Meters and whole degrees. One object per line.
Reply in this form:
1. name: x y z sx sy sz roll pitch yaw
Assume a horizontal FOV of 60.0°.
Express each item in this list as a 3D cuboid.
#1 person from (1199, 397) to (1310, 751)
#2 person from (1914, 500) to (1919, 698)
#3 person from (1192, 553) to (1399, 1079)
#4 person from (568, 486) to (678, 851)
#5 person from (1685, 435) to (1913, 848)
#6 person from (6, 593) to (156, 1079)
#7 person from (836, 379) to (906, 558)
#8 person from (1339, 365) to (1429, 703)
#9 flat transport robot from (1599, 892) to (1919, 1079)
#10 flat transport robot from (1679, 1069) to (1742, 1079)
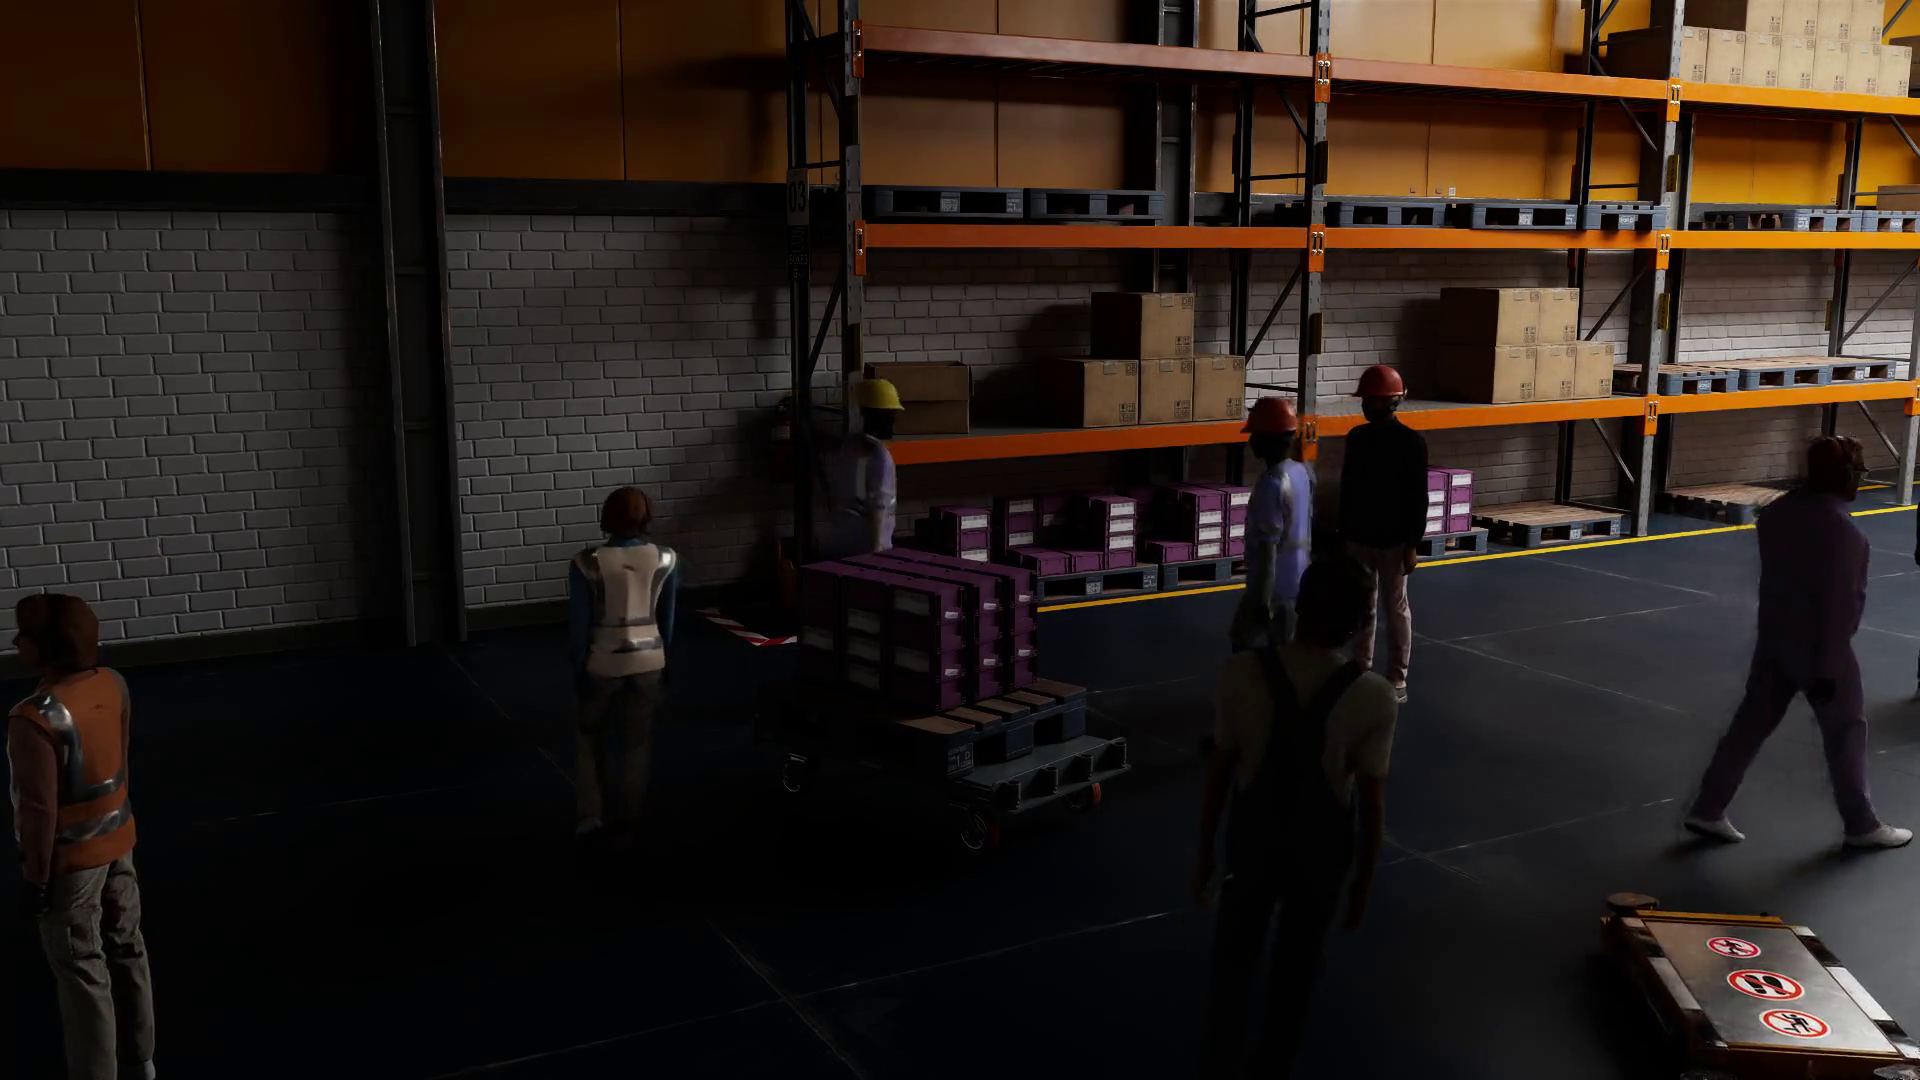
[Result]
1. person: 1.687 0.216 8.603 0.782 1.911 0.551 6 12 31
2. person: 5.907 0.025 9.697 0.601 1.906 0.411 7 12 37
3. person: 0.937 0.935 4.730 0.558 1.814 0.538 3 10 15
4. person: -1.494 0.570 7.379 0.518 1.619 0.386 -4 11 -22
5. person: 3.720 0.462 7.321 0.988 1.866 0.650 -2 10 -10
6. person: -2.672 0.961 5.050 0.306 1.645 0.523 0 10 2
7. person: -0.473 0.012 9.754 0.658 1.903 0.589 -6 11 -30
8. person: 2.433 -0.021 9.696 0.395 1.994 0.613 -6 12 -31
9. flat transport robot: 2.668 1.551 5.604 0.652 0.197 1.431 1 10 8
10. flat transport robot: 2.313 1.789 4.234 0.652 0.197 1.431 2 10 11
